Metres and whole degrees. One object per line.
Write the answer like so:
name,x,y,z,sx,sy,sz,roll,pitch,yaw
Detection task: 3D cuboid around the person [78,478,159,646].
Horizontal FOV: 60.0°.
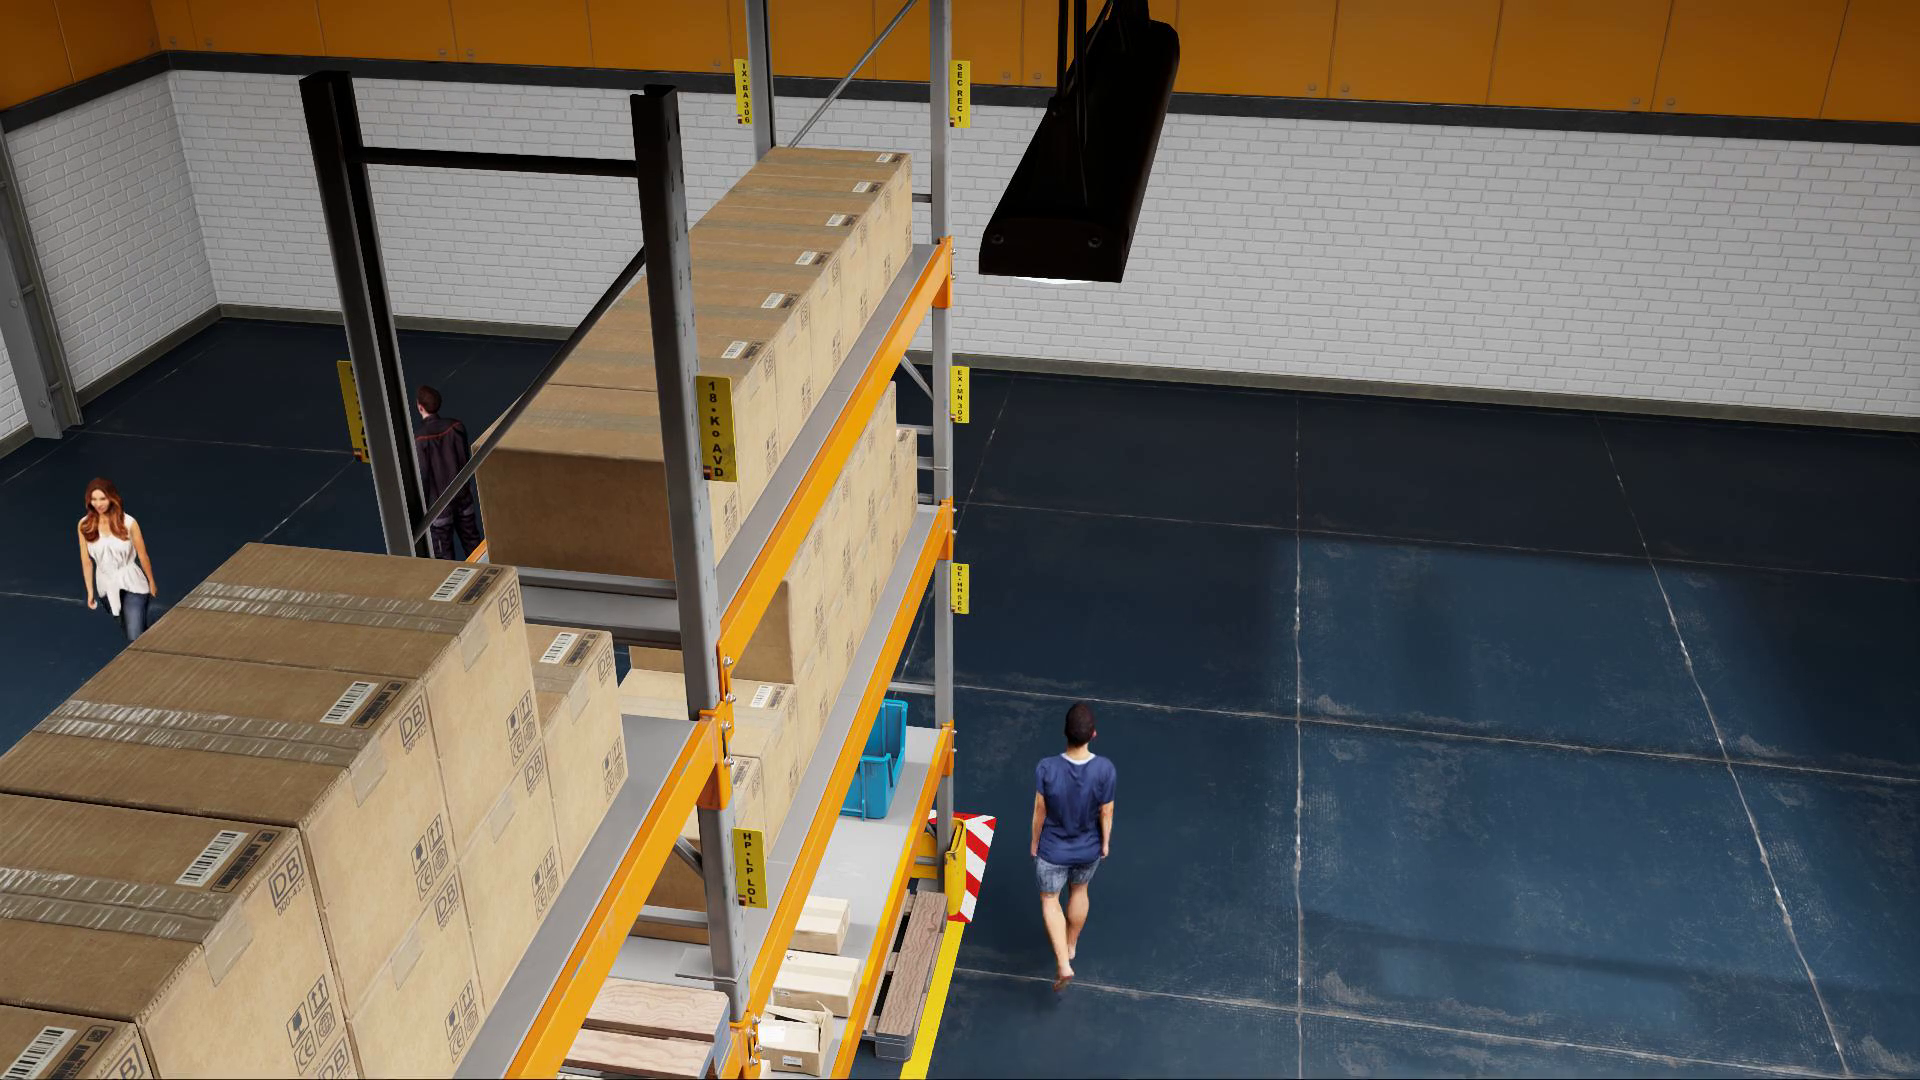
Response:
person,-6.138,0.329,12.241,0.755,1.752,1.146,-2,29,-3

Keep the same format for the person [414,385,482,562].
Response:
person,-4.114,-0.348,13.310,0.839,1.915,0.714,22,36,35

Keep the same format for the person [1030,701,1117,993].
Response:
person,0.631,1.784,9.494,0.765,1.828,1.012,-1,29,-3
